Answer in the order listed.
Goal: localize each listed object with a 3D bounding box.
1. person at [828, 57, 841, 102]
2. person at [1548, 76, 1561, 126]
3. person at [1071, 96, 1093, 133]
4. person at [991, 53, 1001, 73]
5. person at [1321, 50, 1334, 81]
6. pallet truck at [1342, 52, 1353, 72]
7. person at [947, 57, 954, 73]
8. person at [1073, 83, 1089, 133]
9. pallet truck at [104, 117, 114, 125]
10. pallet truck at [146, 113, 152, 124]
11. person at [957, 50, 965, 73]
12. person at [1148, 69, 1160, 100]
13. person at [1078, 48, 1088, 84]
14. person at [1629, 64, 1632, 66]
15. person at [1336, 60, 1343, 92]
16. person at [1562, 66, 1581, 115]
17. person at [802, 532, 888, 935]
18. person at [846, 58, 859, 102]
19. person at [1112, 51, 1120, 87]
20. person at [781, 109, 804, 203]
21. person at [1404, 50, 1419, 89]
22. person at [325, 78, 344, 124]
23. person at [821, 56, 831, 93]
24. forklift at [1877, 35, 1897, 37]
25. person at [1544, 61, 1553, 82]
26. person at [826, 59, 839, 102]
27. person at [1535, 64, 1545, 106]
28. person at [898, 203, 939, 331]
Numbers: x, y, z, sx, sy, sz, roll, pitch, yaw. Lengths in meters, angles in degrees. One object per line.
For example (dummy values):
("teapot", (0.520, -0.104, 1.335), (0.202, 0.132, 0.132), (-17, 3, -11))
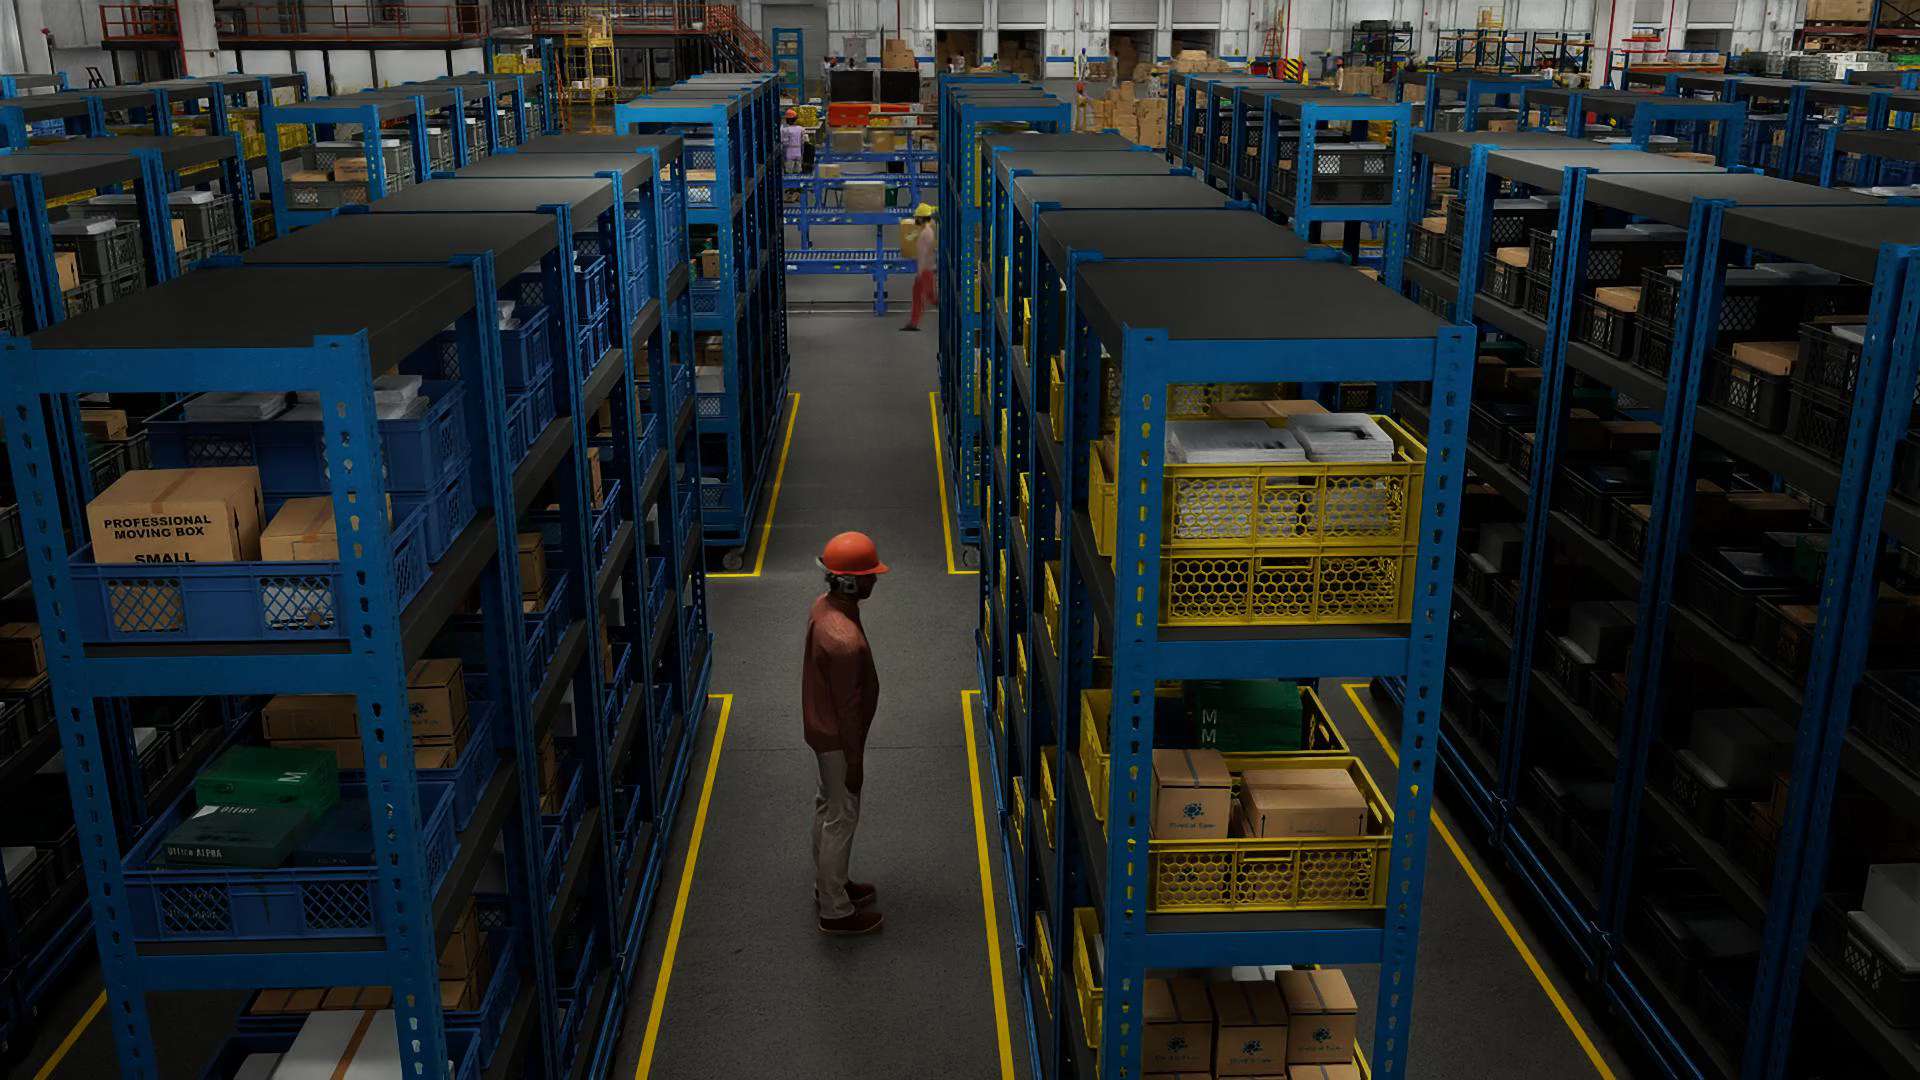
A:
("person", (-5.660, -20.816, 75.150), (0.617, 1.965, 0.743), (2, 18, 7))
("person", (21.583, -15.941, 60.380), (0.322, 1.765, 0.533), (-7, 19, -20))
("person", (3.367, -11.539, 46.700), (0.623, 1.792, 0.856), (-12, 21, -33))
("person", (1.785, -23.820, 84.634), (0.429, 1.846, 0.633), (-12, 21, -33))
("person", (19.649, -25.210, 88.894), (1.000, 1.873, 0.610), (9, 20, 25))
("pallet truck", (18.794, -23.123, 82.231), (0.823, 1.965, 1.885), (-13, 22, -35))
("person", (-0.418, -21.184, 76.382), (0.390, 1.911, 0.595), (3, 18, 9))
("person", (3.809, -13.477, 52.585), (0.546, 1.881, 1.004), (13, 22, 36))
("pallet truck", (-18.367, -7.885, 35.078), (1.885, 1.965, 0.823), (1, 18, 2))
("pallet truck", (-18.087, -8.309, 36.390), (1.885, 1.965, 0.823), (-1, 18, -4))
("person", (-0.005, -25.969, 91.348), (0.909, 1.814, 0.634), (8, 19, 22))
("person", (7.866, -18.206, 67.421), (0.487, 1.744, 0.312), (5, 19, 14))
("person", (6.717, -25.870, 90.805), (0.605, 1.951, 0.383), (-14, 23, -37))
("person", (32.157, -22.518, 80.454), (0.631, 1.940, 0.372), (-2, 18, -5))
("person", (16.444, -19.858, 72.218), (0.349, 1.942, 0.545), (2, 18, 6))
("person", (24.397, -17.850, 66.064), (1.022, 1.917, 0.608), (-5, 19, -16))
("person", (-0.533, 0.913, 7.882), (0.411, 1.987, 0.607), (-4, 18, -14))
("person", (-4.825, -20.698, 74.858), (0.593, 1.919, 0.387), (5, 19, 15))
("person", (8.307, -25.009, 88.297), (0.472, 1.852, 0.576), (-7, 19, -20))
("person", (-3.732, -8.533, 37.003), (0.361, 2.047, 0.614), (16, 24, 41))
("person", (23.224, -24.240, 85.618), (0.709, 2.000, 0.538), (6, 19, 18))
("person", (-23.041, -16.167, 61.039), (0.980, 1.798, 0.534), (3, 18, 9))
("person", (-6.495, -22.831, 81.604), (0.629, 1.839, 0.998), (-2, 18, -5))
("forklift", (44.184, -22.804, 79.832), (1.129, 2.768, 1.873), (-1, 18, -2))
("person", (25.401, -19.746, 71.964), (0.340, 1.882, 0.586), (17, 24, 42))
("person", (-5.691, -20.497, 74.231), (0.542, 1.919, 0.554), (-6, 19, -17))
("person", (24.111, -18.864, 69.279), (0.528, 1.860, 0.333), (-8, 20, -24))
("person", (-0.407, -3.656, 22.402), (0.796, 1.740, 0.524), (0, 18, -1))
